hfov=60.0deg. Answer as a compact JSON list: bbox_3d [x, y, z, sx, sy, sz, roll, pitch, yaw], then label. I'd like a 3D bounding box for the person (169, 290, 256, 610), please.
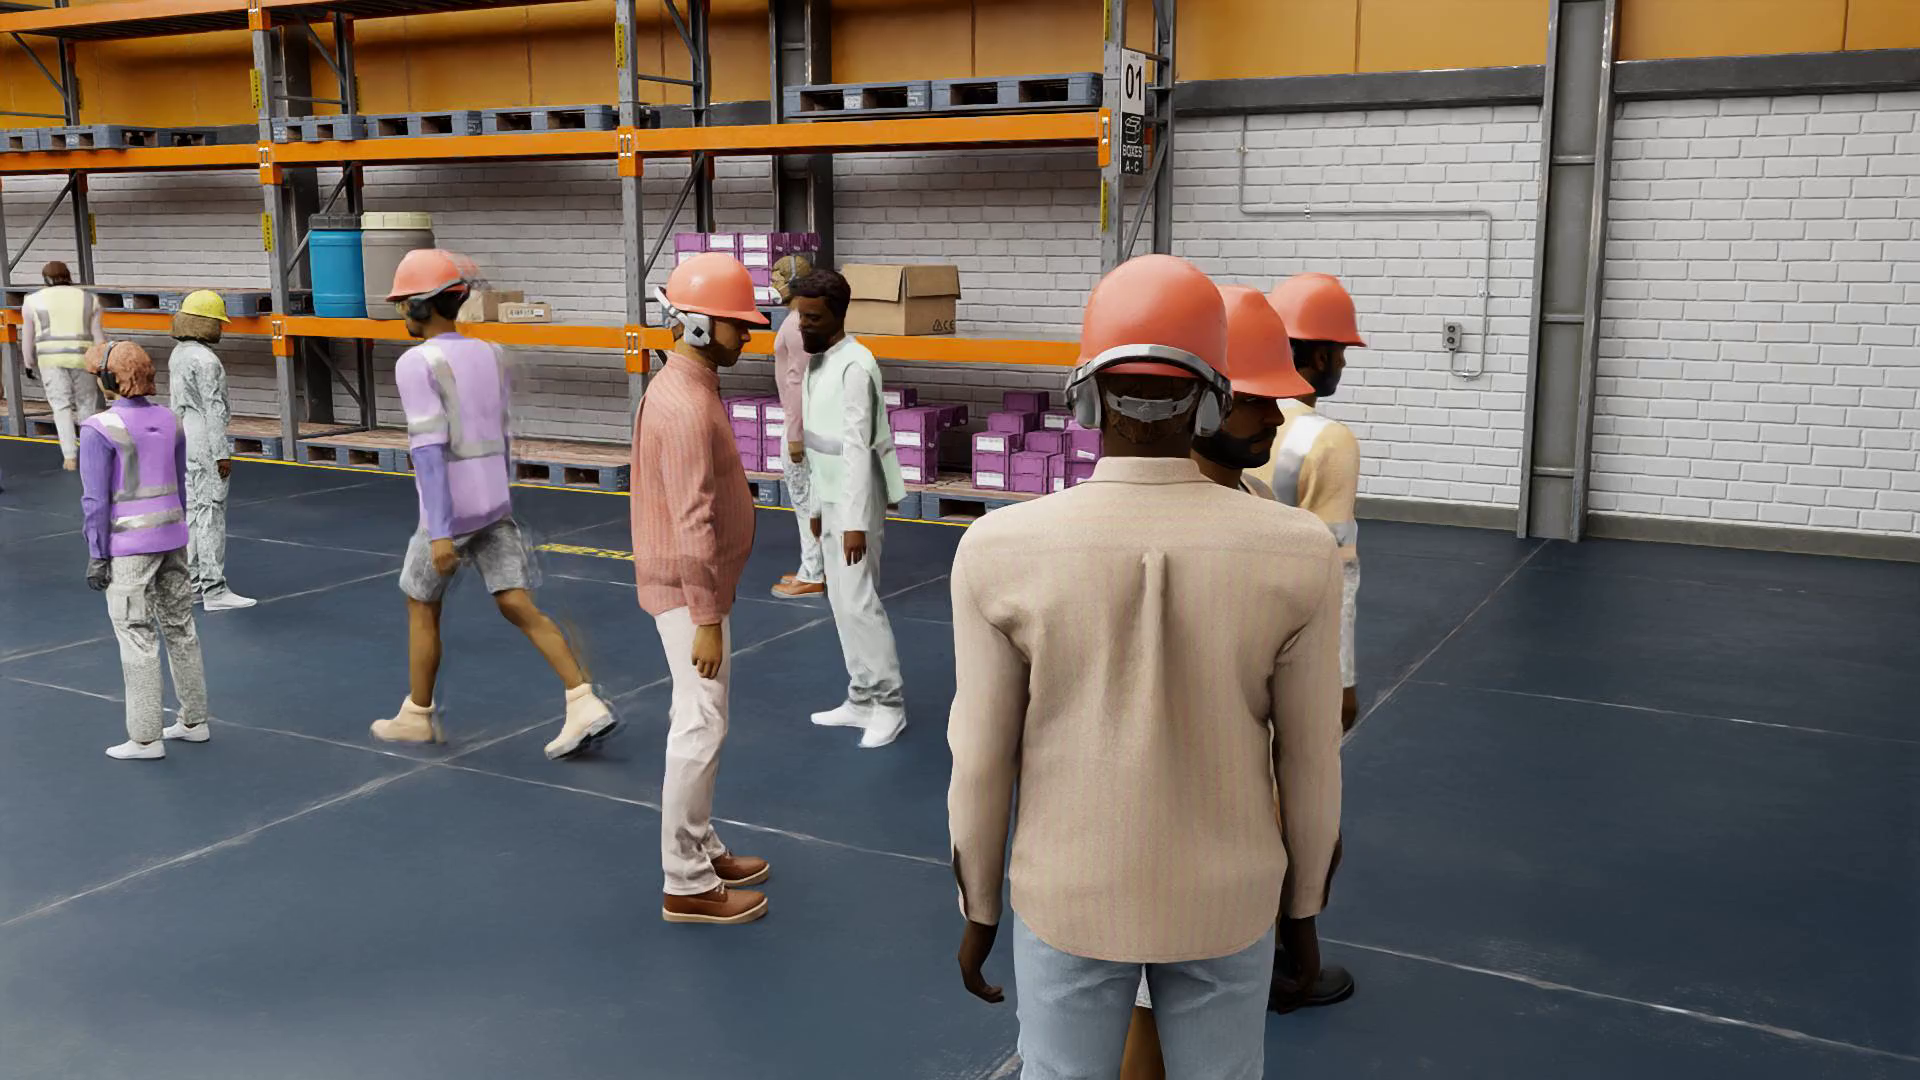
[{"bbox_3d":[-4.108,-0.489,9.097,0.492,1.733,0.330,10,14,43],"label":"person"}]

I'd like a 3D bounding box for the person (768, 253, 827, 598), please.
[{"bbox_3d":[-0.882,-0.638,9.378,0.373,1.932,0.628,1,10,3],"label":"person"}]

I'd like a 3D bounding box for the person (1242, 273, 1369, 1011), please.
[{"bbox_3d":[0.876,0.270,4.404,0.389,1.929,0.549,-4,11,-23],"label":"person"}]

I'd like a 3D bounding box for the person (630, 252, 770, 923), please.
[{"bbox_3d":[-0.753,0.155,4.906,0.411,1.980,0.625,-2,11,-11],"label":"person"}]

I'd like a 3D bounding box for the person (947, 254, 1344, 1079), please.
[{"bbox_3d":[0.286,0.561,2.623,0.612,1.995,0.382,0,10,0],"label":"person"}]

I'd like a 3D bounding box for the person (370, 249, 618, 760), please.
[{"bbox_3d":[-1.849,-0.123,6.435,1.076,1.987,0.645,4,11,22],"label":"person"}]

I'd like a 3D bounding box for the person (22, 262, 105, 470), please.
[{"bbox_3d":[-7.922,-1.543,14.702,0.620,1.795,0.872,-8,13,-37],"label":"person"}]

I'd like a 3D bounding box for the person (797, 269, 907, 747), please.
[{"bbox_3d":[-0.441,-0.125,6.658,0.431,1.900,0.673,-4,11,-23],"label":"person"}]

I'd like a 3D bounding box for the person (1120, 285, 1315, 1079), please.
[{"bbox_3d":[0.459,0.507,3.076,0.356,1.937,0.552,7,13,35],"label":"person"}]

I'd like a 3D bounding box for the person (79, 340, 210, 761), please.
[{"bbox_3d":[-3.181,0.042,6.476,0.316,1.629,0.509,2,11,12],"label":"person"}]
